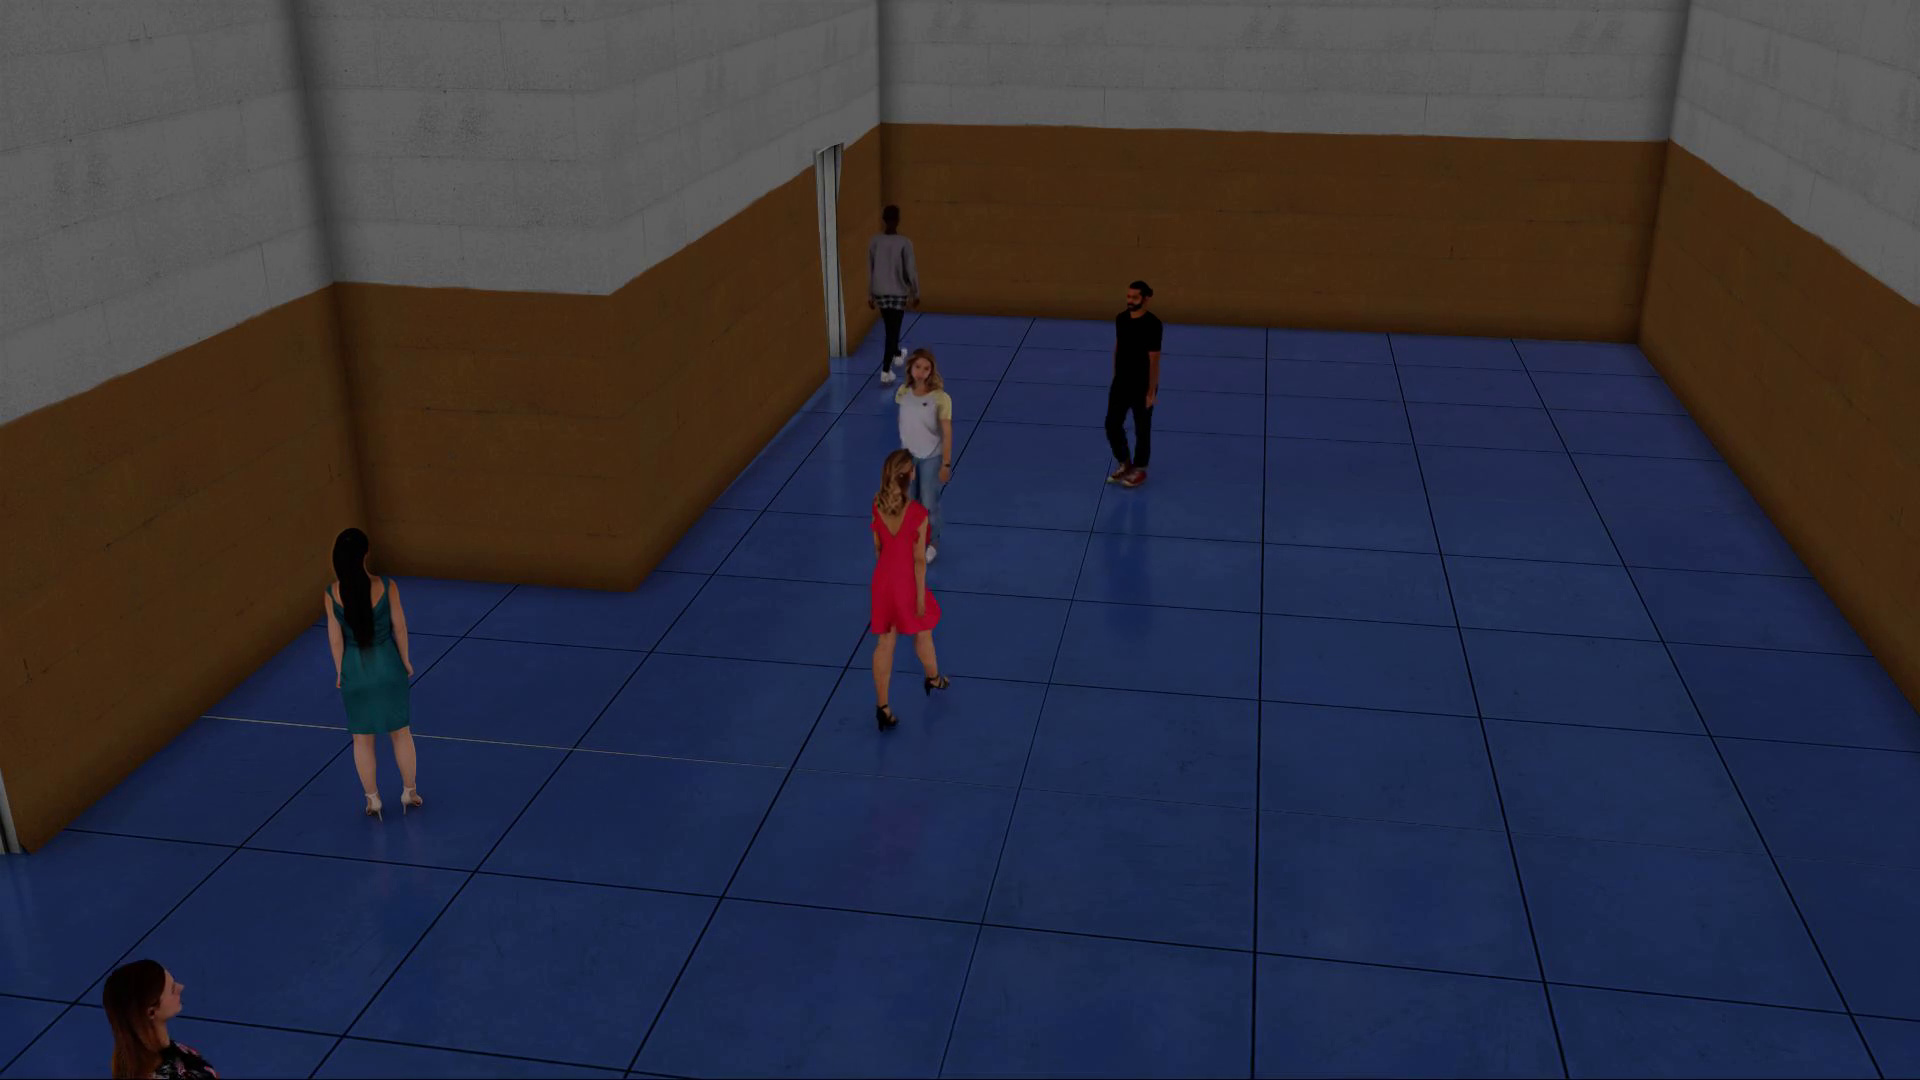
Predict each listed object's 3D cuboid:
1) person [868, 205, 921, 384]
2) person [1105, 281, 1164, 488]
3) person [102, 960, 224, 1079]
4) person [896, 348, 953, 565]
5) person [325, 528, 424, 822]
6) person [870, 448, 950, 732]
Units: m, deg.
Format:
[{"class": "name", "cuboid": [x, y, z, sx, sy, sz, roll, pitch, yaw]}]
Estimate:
[{"class": "person", "cuboid": [-0.707, -2.415, 16.600, 1.111, 1.726, 0.801, 7, 23, 16]}, {"class": "person", "cuboid": [1.504, -1.305, 13.805, 0.727, 1.750, 0.824, 19, 29, 39]}, {"class": "person", "cuboid": [-2.582, 2.119, 5.394, 0.925, 1.668, 0.919, 19, 29, 39]}, {"class": "person", "cuboid": [-0.250, -0.597, 12.114, 0.688, 1.683, 0.776, 15, 27, 34]}, {"class": "person", "cuboid": [-3.129, 0.716, 8.861, 0.573, 1.687, 0.678, -8, 23, -19]}, {"class": "person", "cuboid": [-0.405, 0.328, 9.812, 0.967, 1.697, 0.872, 13, 25, 30]}]
